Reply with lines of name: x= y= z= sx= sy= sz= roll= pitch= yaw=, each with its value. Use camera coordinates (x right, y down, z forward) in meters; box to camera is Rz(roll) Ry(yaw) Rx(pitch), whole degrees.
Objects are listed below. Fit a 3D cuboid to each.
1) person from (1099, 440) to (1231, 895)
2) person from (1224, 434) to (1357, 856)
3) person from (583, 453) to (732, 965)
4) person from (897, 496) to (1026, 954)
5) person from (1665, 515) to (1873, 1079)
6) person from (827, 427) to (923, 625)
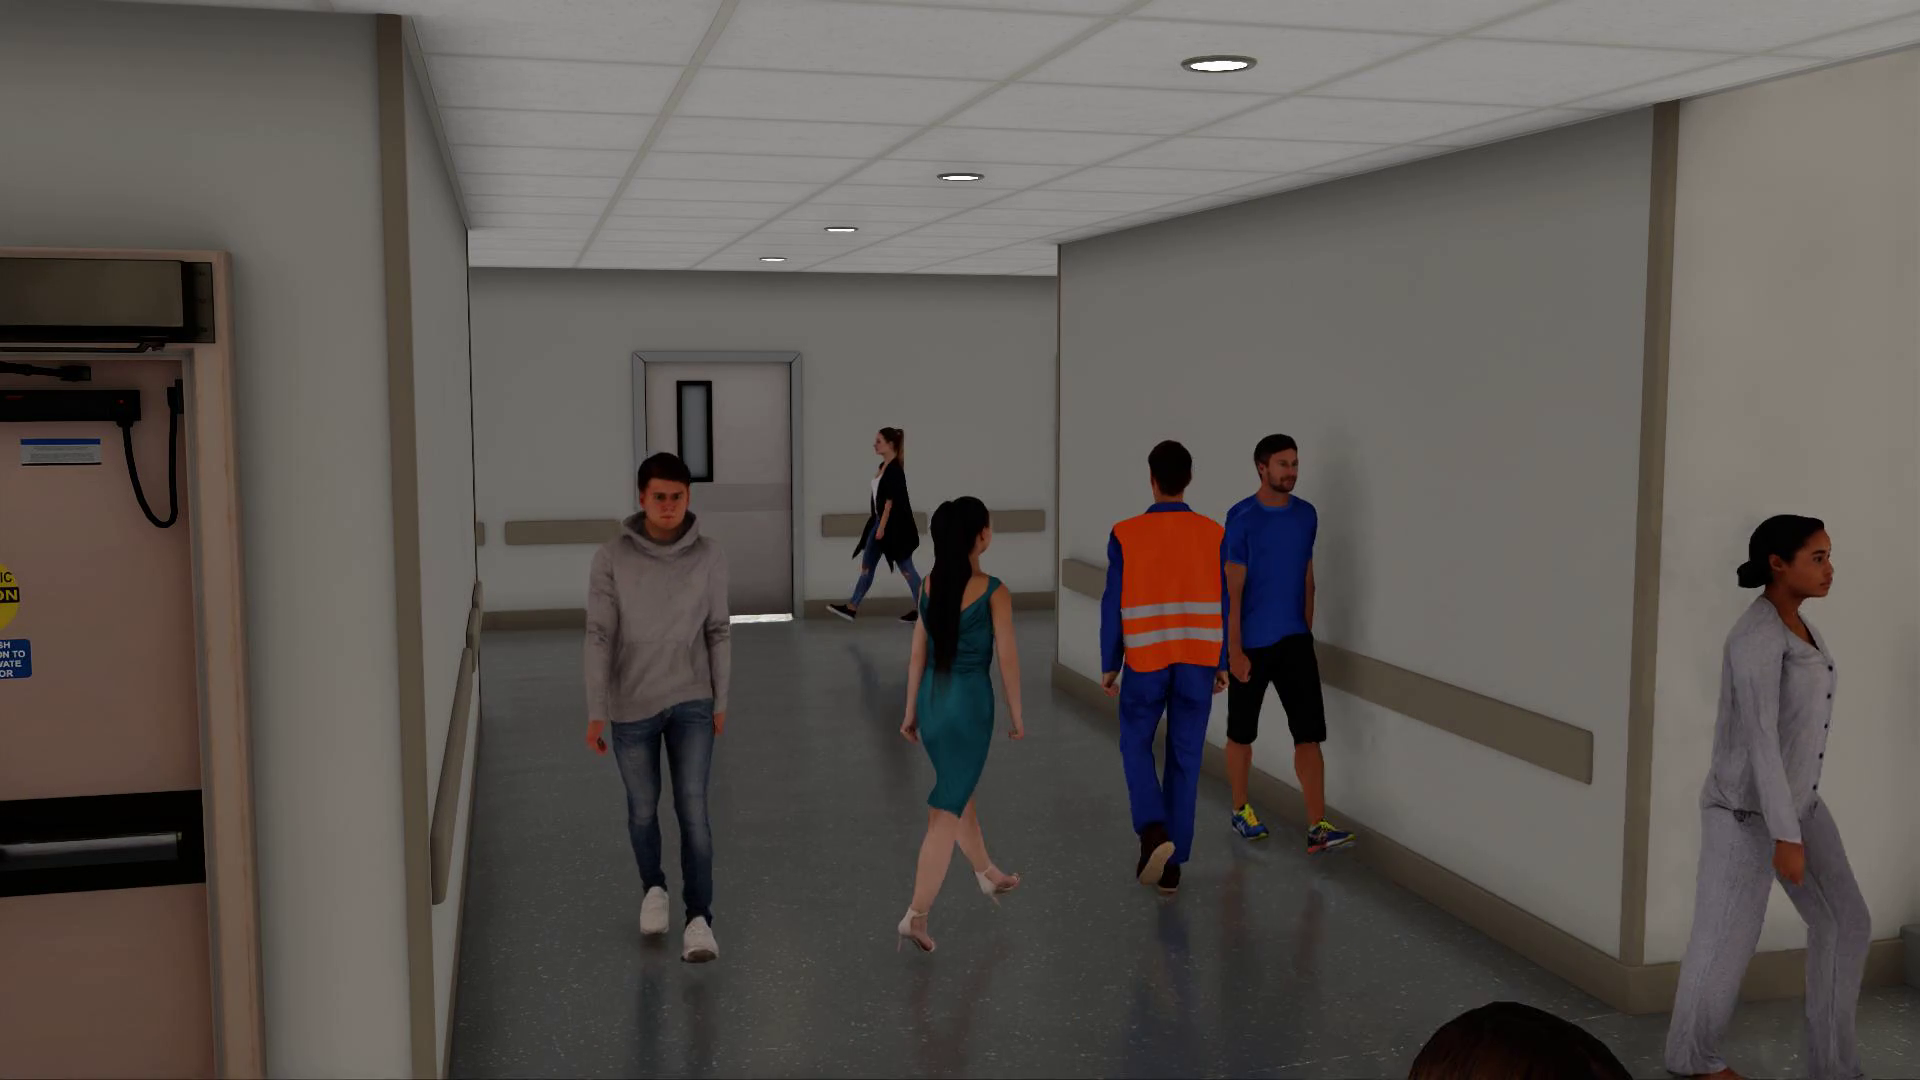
person: x=0.851 y=0.536 z=6.678 sx=0.911 sy=1.853 sz=0.891 roll=0 pitch=6 yaw=0
person: x=1.344 y=0.460 z=7.495 sx=0.982 sy=1.840 sz=0.683 roll=-2 pitch=6 yaw=-15
person: x=-1.121 y=0.609 z=6.170 sx=1.086 sy=1.810 sz=0.785 roll=-1 pitch=6 yaw=-11
person: x=-0.062 y=0.705 z=6.064 sx=0.976 sy=1.640 sz=1.069 roll=4 pitch=7 yaw=32
person: x=2.284 y=0.784 z=4.902 sx=0.952 sy=1.714 sz=0.955 roll=-5 pitch=8 yaw=-43
person: x=-0.481 y=-0.071 z=13.848 sx=1.069 sy=1.625 sz=0.624 roll=-2 pitch=6 yaw=-16
